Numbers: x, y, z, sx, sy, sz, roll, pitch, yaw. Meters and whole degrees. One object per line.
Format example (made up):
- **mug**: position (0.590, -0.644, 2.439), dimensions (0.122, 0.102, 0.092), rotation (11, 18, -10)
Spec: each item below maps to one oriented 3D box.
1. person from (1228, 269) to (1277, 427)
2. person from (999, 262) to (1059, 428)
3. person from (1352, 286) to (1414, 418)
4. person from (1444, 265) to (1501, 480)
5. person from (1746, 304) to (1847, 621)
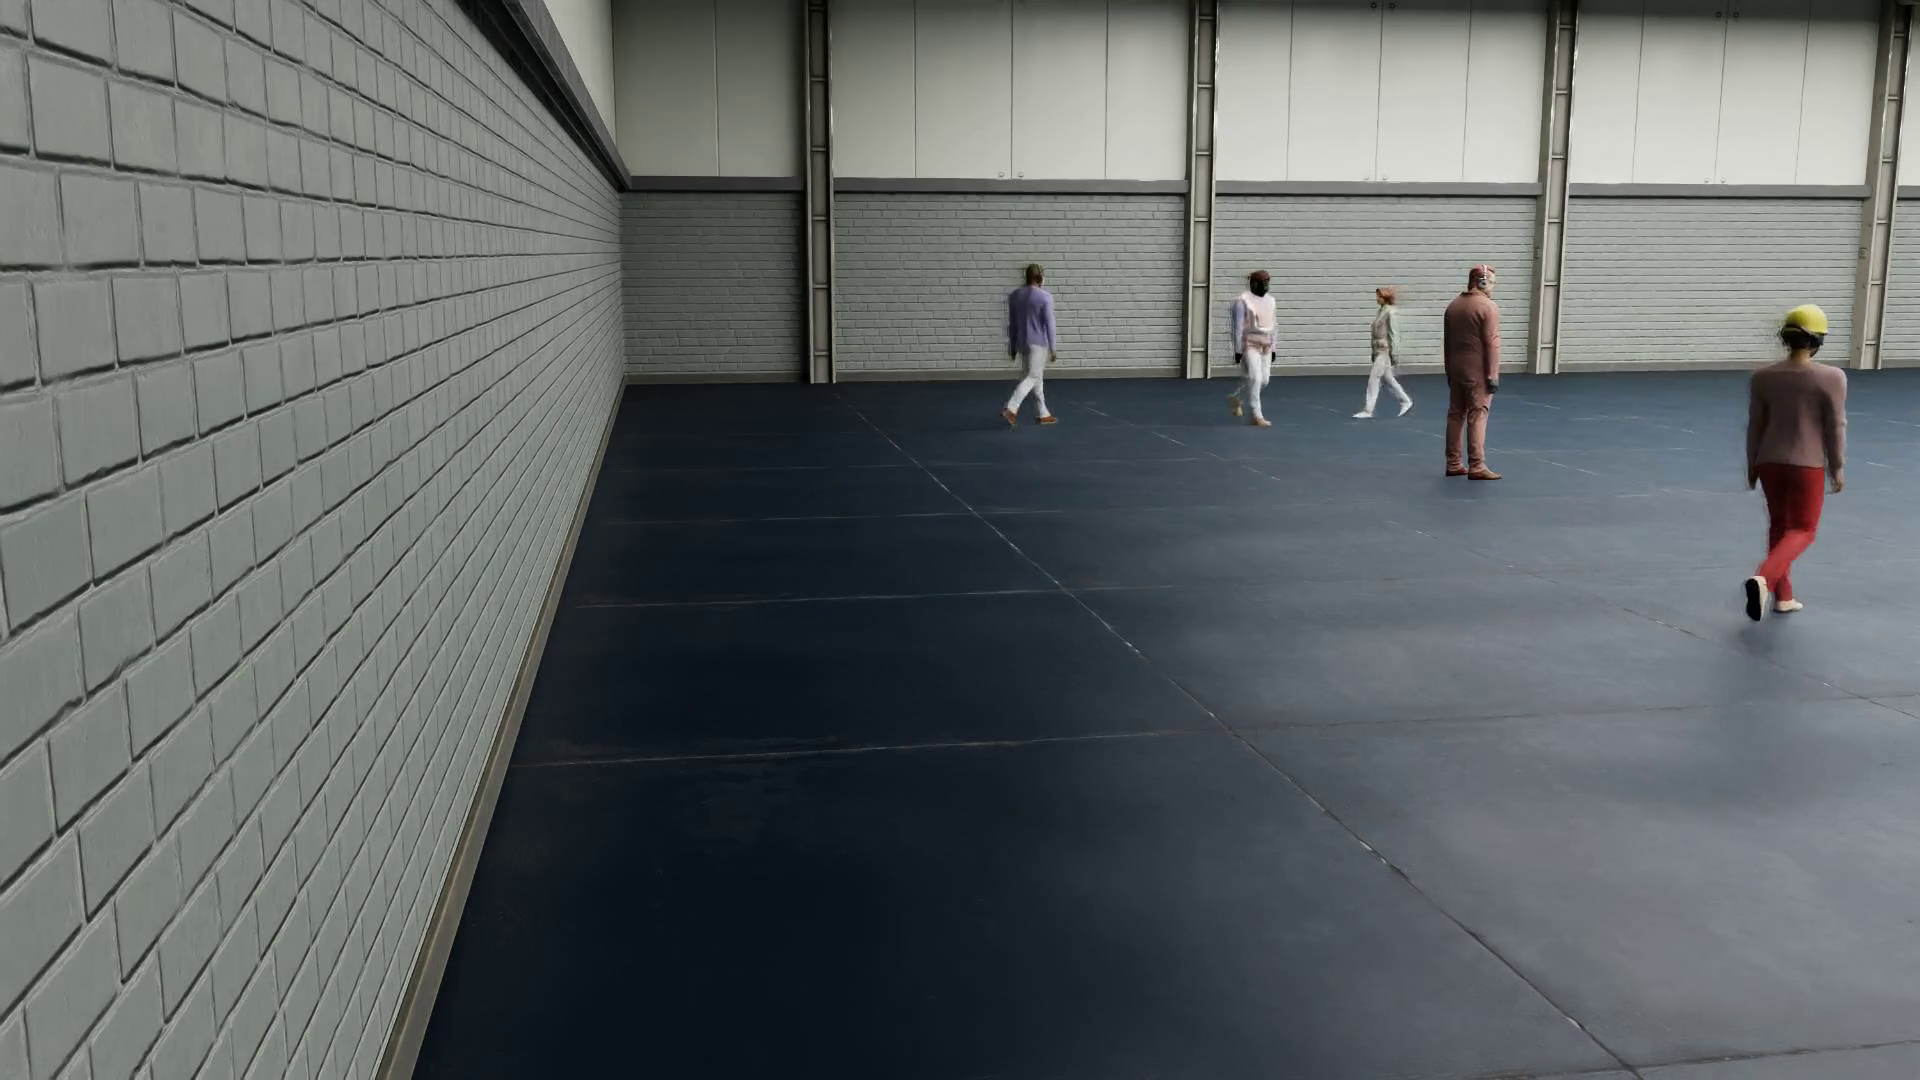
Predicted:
- **person**: position (3.402, -2.247, 19.436), dimensions (0.632, 1.821, 0.713), rotation (-7, 12, -35)
- **person**: position (0.800, -2.245, 19.184), dimensions (0.963, 1.904, 0.643), rotation (-9, 13, -42)
- **person**: position (5.194, -2.282, 20.225), dimensions (0.781, 1.609, 0.520), rotation (-1, 10, -6)
- **person**: position (4.591, -1.490, 14.830), dimensions (0.401, 1.901, 0.642), rotation (-4, 11, -21)
- **person**: position (4.509, -0.409, 9.089), dimensions (0.731, 1.744, 0.524), rotation (-7, 12, -33)
